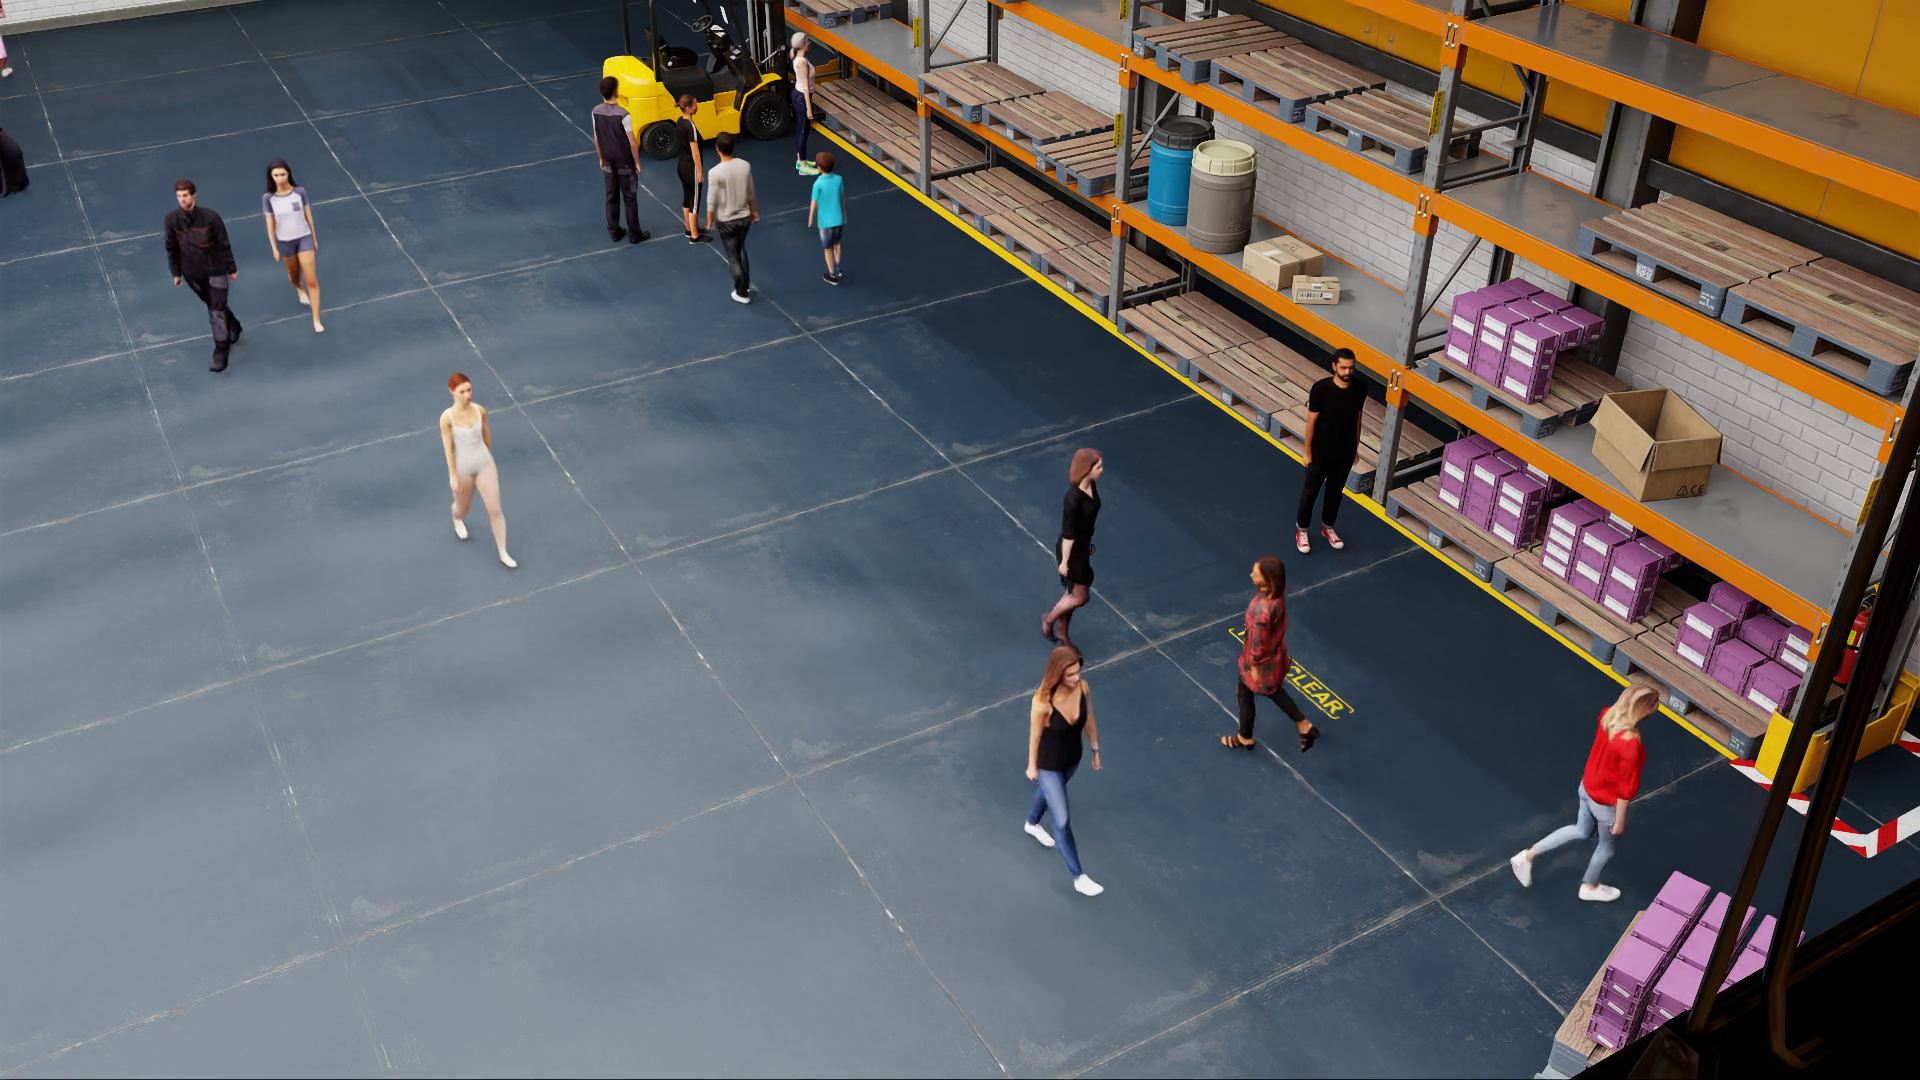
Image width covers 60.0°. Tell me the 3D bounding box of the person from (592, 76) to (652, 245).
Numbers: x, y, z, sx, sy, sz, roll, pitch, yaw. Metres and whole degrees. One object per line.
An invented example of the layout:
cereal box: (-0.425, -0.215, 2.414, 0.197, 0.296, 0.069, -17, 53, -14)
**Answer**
person: (-3.759, -4.173, 18.295, 0.730, 1.848, 0.811, 12, 35, 17)

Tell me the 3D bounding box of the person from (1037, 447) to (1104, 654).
person: (0.747, 0.075, 12.050, 0.822, 1.687, 0.769, 16, 37, 22)

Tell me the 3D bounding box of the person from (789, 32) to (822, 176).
person: (-1.905, -5.287, 20.103, 0.723, 1.702, 0.567, -7, 34, -10)

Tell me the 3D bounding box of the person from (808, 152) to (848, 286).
person: (-1.329, -3.361, 17.439, 0.574, 1.443, 0.612, -22, 39, -29)

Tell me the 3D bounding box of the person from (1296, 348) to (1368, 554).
person: (2.941, -0.727, 13.192, 0.697, 1.758, 0.678, -7, 34, -10)

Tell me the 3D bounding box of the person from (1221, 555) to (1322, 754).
person: (2.078, 0.799, 10.969, 1.028, 1.676, 0.913, 16, 37, 22)

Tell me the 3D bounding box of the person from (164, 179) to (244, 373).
person: (-7.209, -2.594, 15.969, 1.113, 1.793, 1.308, 0, 34, -1)

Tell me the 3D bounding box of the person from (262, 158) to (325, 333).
person: (-6.661, -2.989, 16.646, 0.667, 1.701, 1.122, -14, 36, -20)

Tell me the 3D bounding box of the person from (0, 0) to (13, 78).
person: (-13.563, -7.291, 23.095, 0.686, 1.728, 0.698, -8, 34, -12)

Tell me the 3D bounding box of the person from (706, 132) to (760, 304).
person: (-2.250, -3.242, 16.935, 0.697, 1.803, 0.643, -22, 39, -29)

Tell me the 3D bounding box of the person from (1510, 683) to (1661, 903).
person: (3.734, 1.531, 9.868, 0.939, 1.678, 0.989, -1, 34, -2)

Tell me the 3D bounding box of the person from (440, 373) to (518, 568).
person: (-3.883, -0.574, 13.093, 0.616, 1.613, 1.031, -22, 39, -29)

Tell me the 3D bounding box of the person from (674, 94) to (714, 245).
person: (-2.984, -4.105, 18.354, 0.642, 1.669, 0.462, -16, 37, -22)

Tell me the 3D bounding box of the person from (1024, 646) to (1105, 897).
person: (0.552, 1.312, 10.202, 0.709, 1.672, 1.088, -25, 41, -32)
